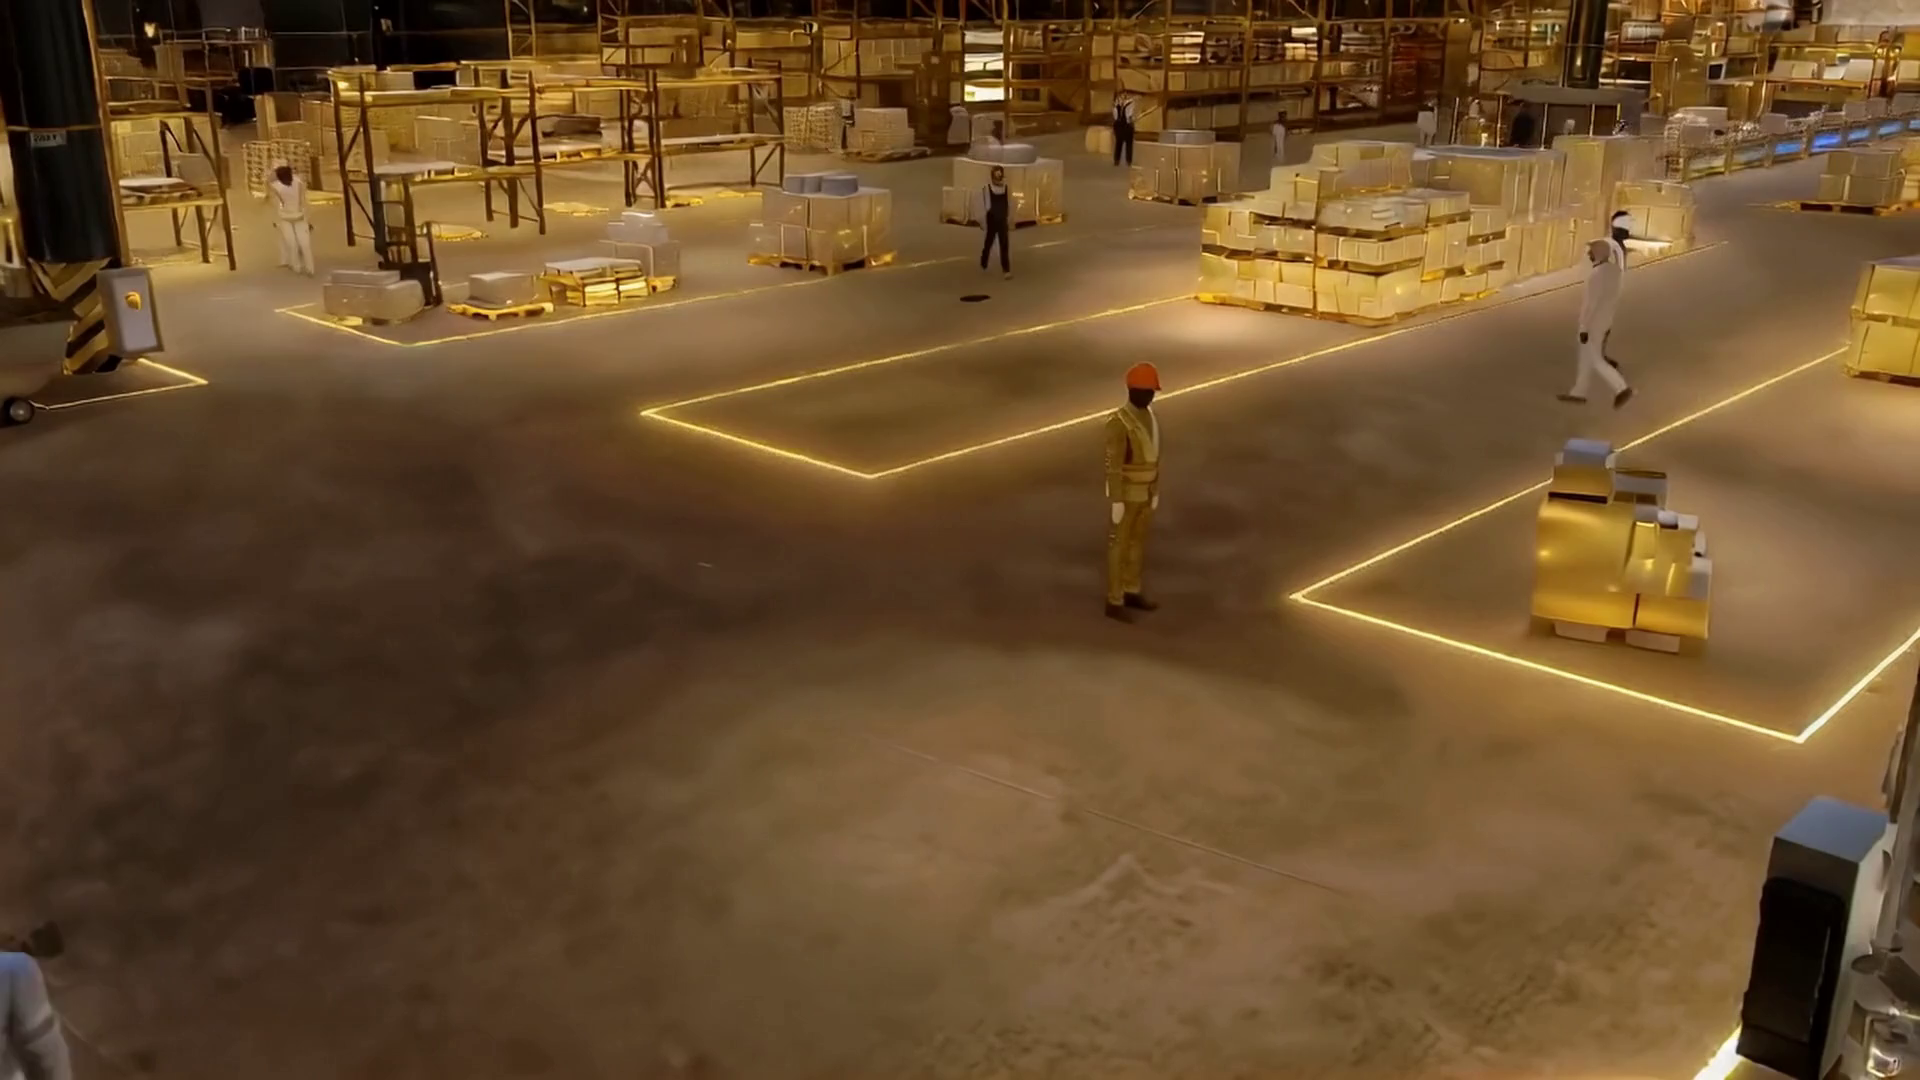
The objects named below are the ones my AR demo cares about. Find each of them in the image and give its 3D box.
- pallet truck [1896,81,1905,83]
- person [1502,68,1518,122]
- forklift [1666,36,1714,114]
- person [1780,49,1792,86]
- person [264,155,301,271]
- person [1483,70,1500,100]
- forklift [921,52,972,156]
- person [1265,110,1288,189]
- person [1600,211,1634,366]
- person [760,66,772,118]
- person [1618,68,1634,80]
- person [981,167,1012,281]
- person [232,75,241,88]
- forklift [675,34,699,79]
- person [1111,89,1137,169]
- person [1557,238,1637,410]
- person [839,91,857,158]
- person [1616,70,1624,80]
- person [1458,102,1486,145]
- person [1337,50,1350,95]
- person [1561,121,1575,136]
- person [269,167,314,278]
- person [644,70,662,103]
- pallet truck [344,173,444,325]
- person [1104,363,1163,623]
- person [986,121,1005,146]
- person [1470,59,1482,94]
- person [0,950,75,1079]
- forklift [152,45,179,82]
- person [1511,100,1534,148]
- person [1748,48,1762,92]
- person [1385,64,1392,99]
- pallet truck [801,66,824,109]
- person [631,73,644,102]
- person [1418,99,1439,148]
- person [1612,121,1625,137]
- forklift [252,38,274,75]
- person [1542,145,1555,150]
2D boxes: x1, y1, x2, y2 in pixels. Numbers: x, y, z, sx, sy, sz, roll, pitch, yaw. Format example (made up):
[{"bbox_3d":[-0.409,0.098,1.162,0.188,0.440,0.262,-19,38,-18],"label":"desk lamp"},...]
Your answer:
[{"bbox_3d":[34.802,-16.331,61.455,0.653,1.274,1.630,17,25,41],"label":"pallet truck"},{"bbox_3d":[19.301,-15.600,58.340,0.651,1.885,0.791,-13,23,-35],"label":"person"},{"bbox_3d":[27.341,-17.291,61.877,1.129,2.768,1.873,17,25,41],"label":"forklift"},{"bbox_3d":[40.047,-22.888,80.482,0.328,1.767,0.530,-10,21,-28],"label":"person"},{"bbox_3d":[-11.253,-5.444,27.737,0.607,1.878,0.953,-3,19,-10],"label":"person"},{"bbox_3d":[22.388,-19.531,70.019,0.647,1.990,1.051,15,24,39],"label":"person"},{"bbox_3d":[-0.639,-12.331,46.934,1.129,2.768,1.873,17,25,41],"label":"forklift"},{"bbox_3d":[7.511,-9.075,38.739,0.802,1.839,0.550,9,20,26],"label":"person"},{"bbox_3d":[8.035,-3.075,20.519,0.358,1.938,0.545,13,22,35],"label":"person"},{"bbox_3d":[-7.062,-16.335,60.618,0.429,1.847,0.627,2,18,7],"label":"person"},{"bbox_3d":[23.848,-16.020,59.706,0.610,1.818,0.555,15,24,38],"label":"person"},{"bbox_3d":[0.570,-5.168,27.049,0.526,1.808,0.957,-7,20,-20],"label":"person"},{"bbox_3d":[-22.520,-13.592,52.204,0.629,1.940,0.373,-13,23,-35],"label":"person"},{"bbox_3d":[-10.541,-18.138,64.429,1.129,2.768,1.873,17,25,41],"label":"forklift"},{"bbox_3d":[4.330,-10.758,43.505,0.676,2.000,0.536,11,21,31],"label":"person"},{"bbox_3d":[7.176,-2.386,18.503,0.854,1.914,0.638,16,24,40],"label":"person"},{"bbox_3d":[-3.048,-11.564,46.290,0.579,1.816,1.029,11,21,30],"label":"person"},{"bbox_3d":[24.608,-16.643,61.847,0.543,1.643,0.894,14,23,36],"label":"person"},{"bbox_3d":[12.179,-9.453,39.688,0.612,1.966,0.362,7,19,19],"label":"person"},{"bbox_3d":[17.058,-20.792,73.950,0.850,1.916,0.637,-11,21,-29],"label":"person"},{"bbox_3d":[13.852,-8.741,38.034,0.538,1.653,0.867,-15,24,-38],"label":"person"},{"bbox_3d":[-10.785,-5.129,26.937,0.639,1.786,0.953,-9,20,-24],"label":"person"},{"bbox_3d":[-10.429,-14.993,56.478,0.594,1.910,0.384,-3,19,-10],"label":"person"},{"bbox_3d":[-8.209,-4.181,23.757,0.823,1.965,1.885,3,19,9],"label":"pallet truck"},{"bbox_3d":[1.295,-0.363,12.336,0.405,1.943,0.615,12,22,32],"label":"person"},{"bbox_3d":[0.737,-7.954,35.334,1.004,1.874,0.610,14,23,36],"label":"person"},{"bbox_3d":[21.915,-19.572,70.618,0.370,1.686,0.536,-16,24,-40],"label":"person"},{"bbox_3d":[-3.326,1.894,5.617,0.618,1.879,0.947,-7,20,-21],"label":"person"},{"bbox_3d":[-25.011,-14.211,52.597,1.129,2.768,1.873,17,25,41],"label":"forklift"},{"bbox_3d":[13.582,-9.694,40.433,0.620,1.952,0.949,-5,19,-14],"label":"person"},{"bbox_3d":[36.032,-21.302,75.447,0.570,1.924,0.421,17,25,41],"label":"person"},{"bbox_3d":[17.239,-18.299,66.890,0.513,1.615,0.518,-12,22,-33],"label":"person"},{"bbox_3d":[-4.812,-15.182,56.903,0.823,1.965,1.885,-9,21,-26],"label":"pallet truck"},{"bbox_3d":[-11.737,-16.159,60.478,0.516,1.595,0.855,1,18,2],"label":"person"},{"bbox_3d":[12.375,-10.793,44.070,0.525,1.745,0.621,1,18,2],"label":"person"},{"bbox_3d":[14.549,-8.439,37.006,0.775,1.731,0.540,11,21,29],"label":"person"},{"bbox_3d":[-24.839,-16.535,59.600,1.129,2.768,1.873,17,25,41],"label":"forklift"},{"bbox_3d":[10.423,-6.091,29.690,0.996,1.884,0.547,14,23,37],"label":"person"}]
